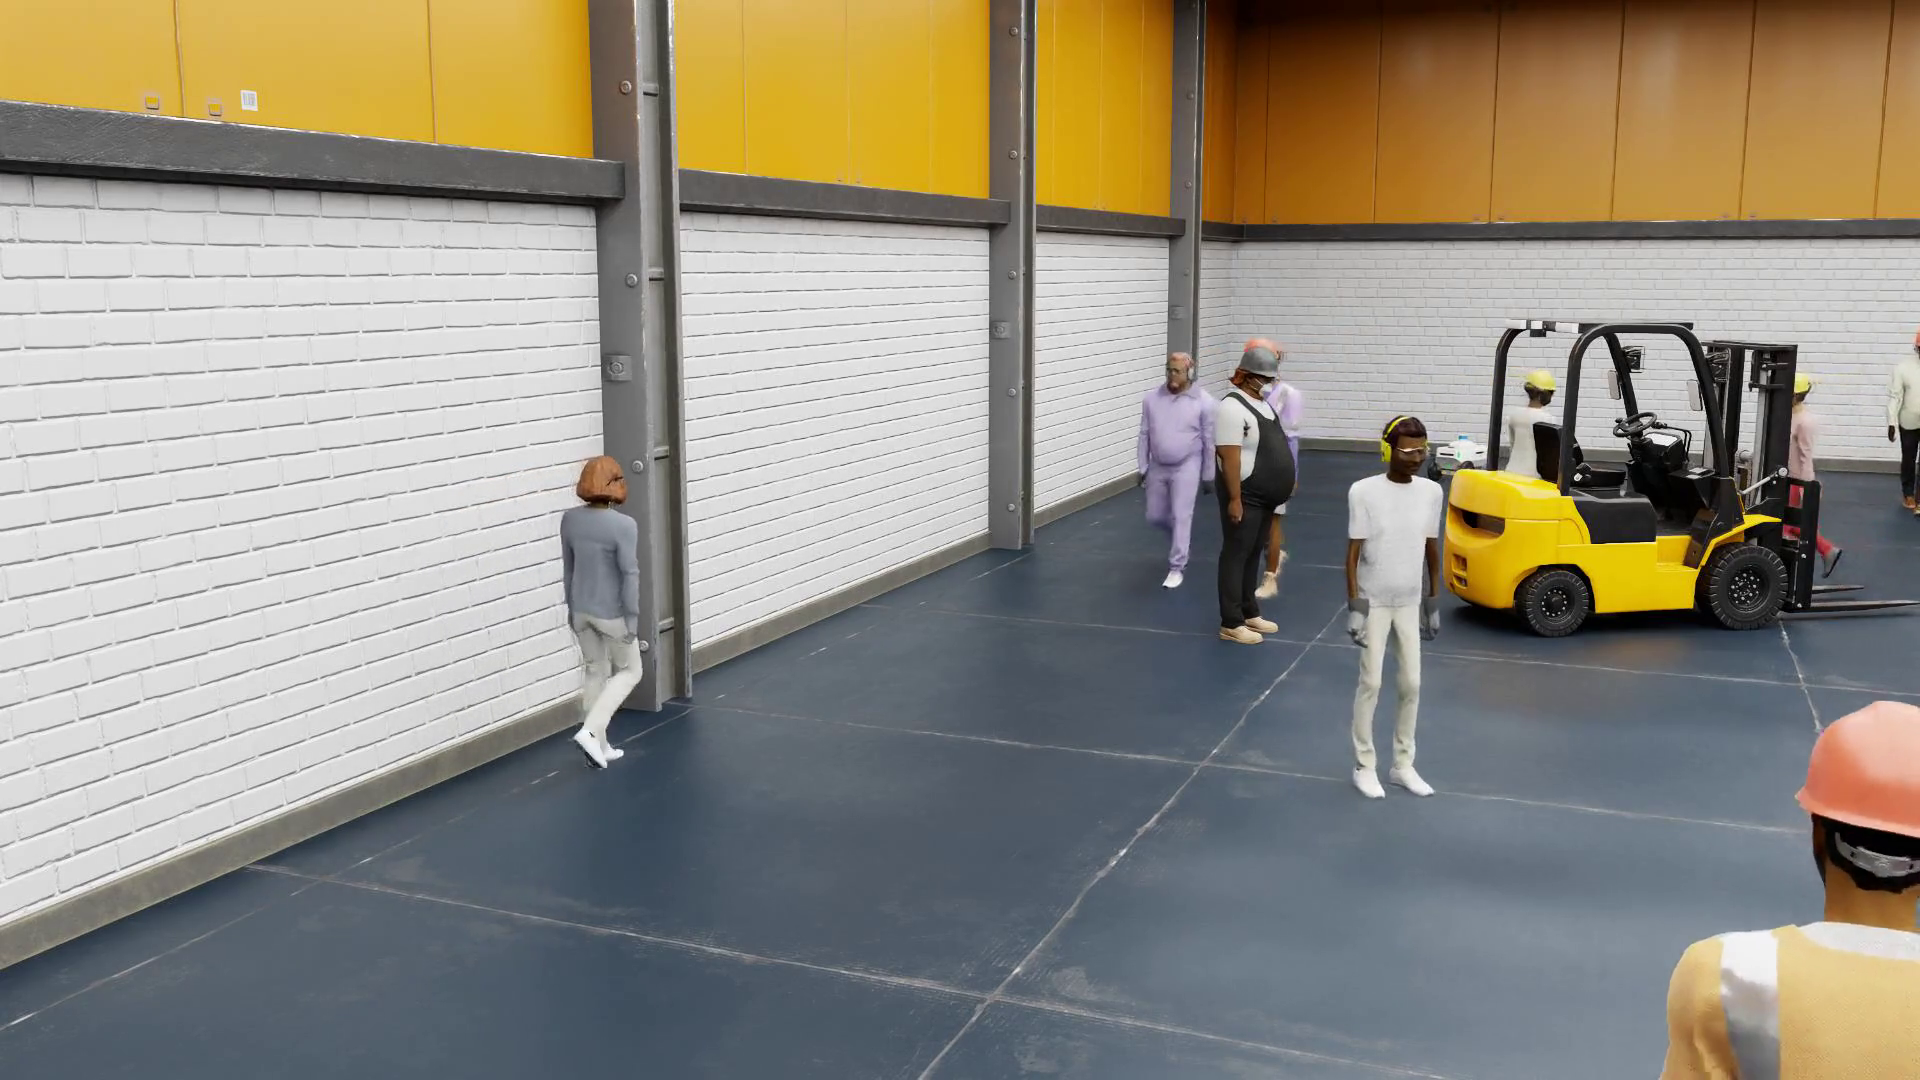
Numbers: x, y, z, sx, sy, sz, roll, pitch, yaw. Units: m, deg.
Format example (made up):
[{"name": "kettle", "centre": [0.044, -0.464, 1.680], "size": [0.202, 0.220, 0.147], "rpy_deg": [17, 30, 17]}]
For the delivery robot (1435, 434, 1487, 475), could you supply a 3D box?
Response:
[{"name": "delivery robot", "centre": [5.977, -1.016, 19.804], "size": [0.707, 0.478, 0.477], "rpy_deg": [-9, 13, -43]}]

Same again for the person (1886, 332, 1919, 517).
[{"name": "person", "centre": [9.989, -1.239, 17.295], "size": [0.632, 1.932, 1.078], "rpy_deg": [5, 11, 28]}]

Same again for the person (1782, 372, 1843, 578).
[{"name": "person", "centre": [6.719, -0.479, 13.264], "size": [0.648, 1.742, 0.544], "rpy_deg": [1, 9, 8]}]

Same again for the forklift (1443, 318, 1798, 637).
[{"name": "forklift", "centre": [4.706, -0.497, 11.990], "size": [2.313, 2.155, 1.214], "rpy_deg": [-2, 10, -10]}]

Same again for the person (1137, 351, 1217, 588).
[{"name": "person", "centre": [1.762, -0.588, 13.461], "size": [0.651, 1.889, 0.712], "rpy_deg": [6, 11, 31]}]

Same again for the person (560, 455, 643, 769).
[{"name": "person", "centre": [-1.839, 0.383, 8.402], "size": [0.505, 1.621, 0.429], "rpy_deg": [5, 11, 27]}]

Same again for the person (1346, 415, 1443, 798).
[{"name": "person", "centre": [2.098, 0.323, 8.051], "size": [0.539, 1.855, 0.354], "rpy_deg": [-2, 10, -13]}]

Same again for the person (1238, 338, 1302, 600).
[{"name": "person", "centre": [2.394, -0.548, 12.850], "size": [0.552, 2.023, 0.632], "rpy_deg": [-9, 13, -43]}]

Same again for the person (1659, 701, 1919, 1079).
[{"name": "person", "centre": [1.360, 1.187, 2.621], "size": [0.554, 1.915, 0.554], "rpy_deg": [3, 10, 19]}]

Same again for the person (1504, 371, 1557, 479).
[{"name": "person", "centre": [4.695, -0.534, 13.677], "size": [0.917, 1.707, 0.536], "rpy_deg": [-4, 10, -25]}]

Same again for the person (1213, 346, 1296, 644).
[{"name": "person", "centre": [2.033, -0.328, 11.429], "size": [0.536, 2.000, 0.676], "rpy_deg": [5, 11, 28]}]
